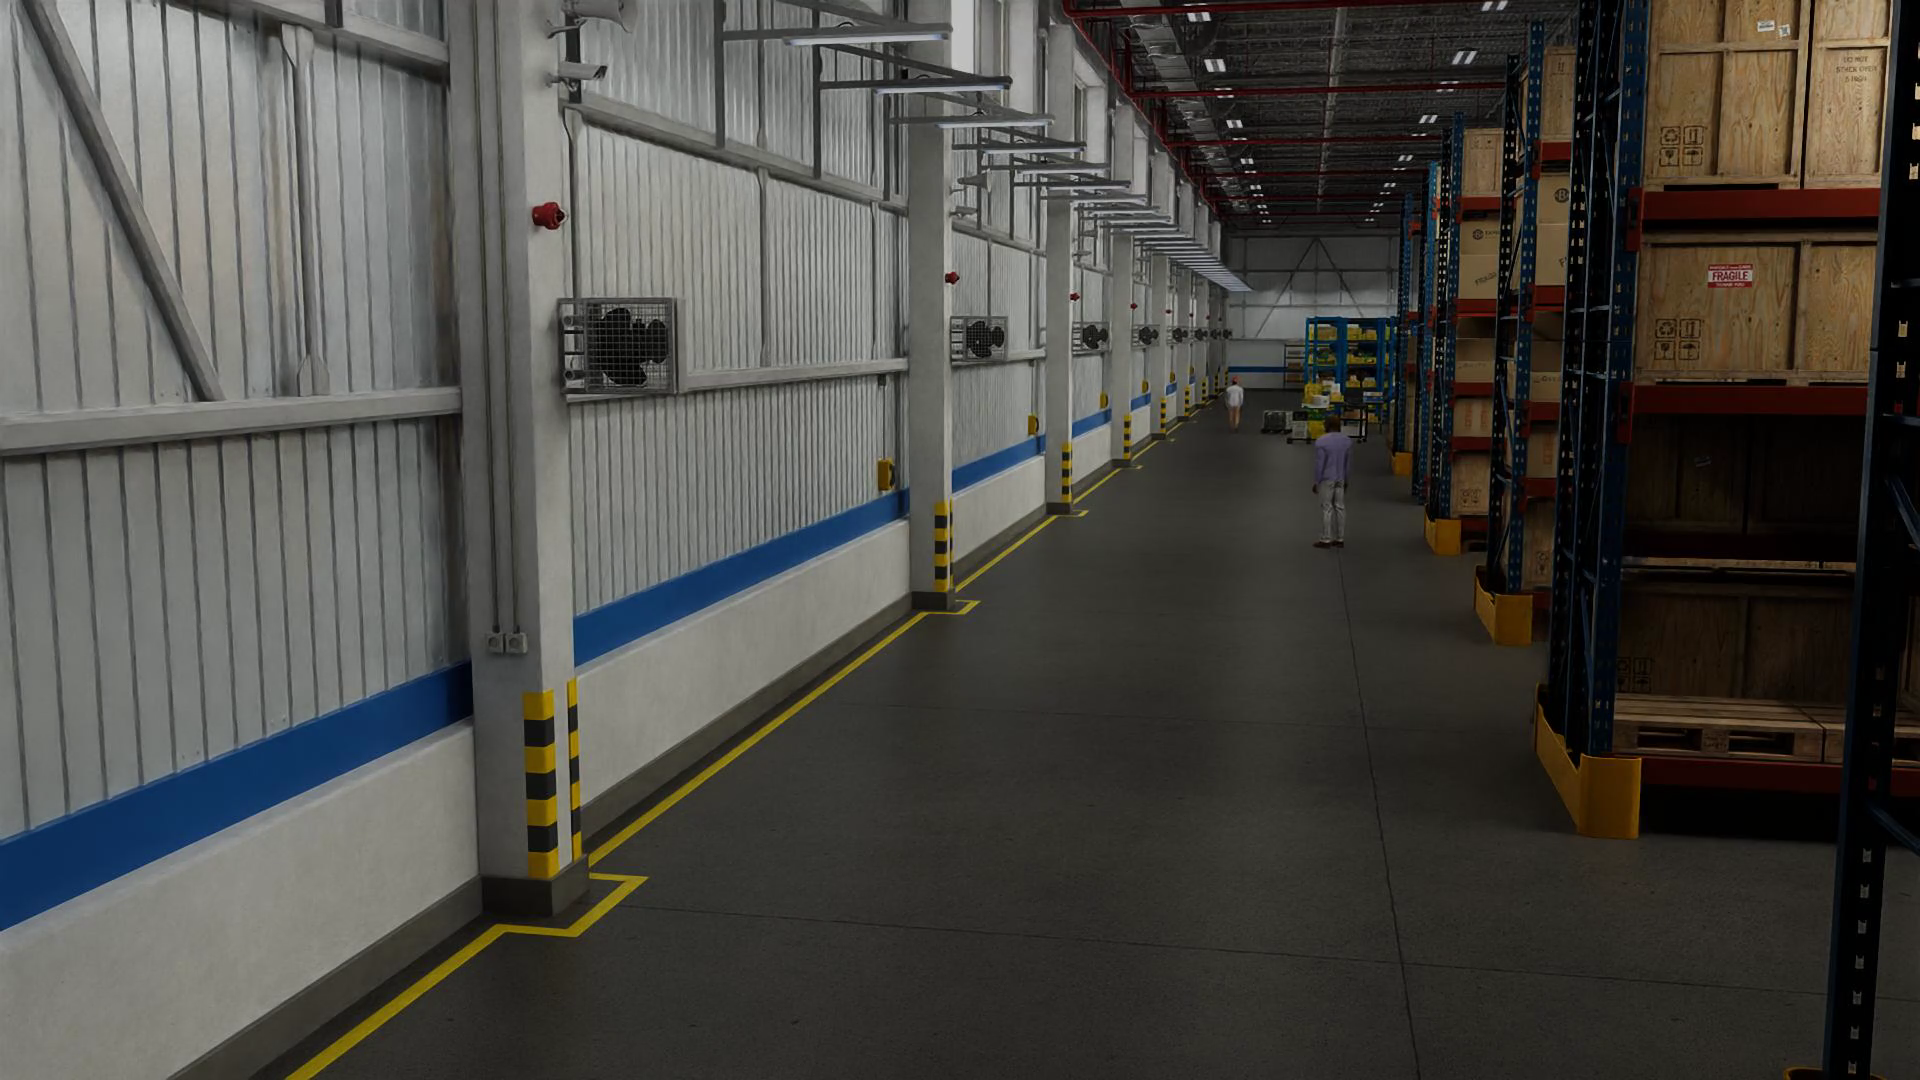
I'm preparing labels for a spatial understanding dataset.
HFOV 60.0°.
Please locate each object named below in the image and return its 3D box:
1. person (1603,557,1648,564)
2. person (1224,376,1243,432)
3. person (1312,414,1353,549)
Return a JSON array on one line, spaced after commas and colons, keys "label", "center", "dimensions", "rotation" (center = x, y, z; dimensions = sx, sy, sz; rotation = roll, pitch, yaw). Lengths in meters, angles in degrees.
[{"label": "person", "center": [5.157, 0.527, 13.118], "dimensions": [0.971, 1.897, 0.534], "rotation": [0, 7, 0]}, {"label": "person", "center": [8.519, -4.232, 51.811], "dimensions": [0.579, 1.724, 0.666], "rotation": [1, 7, 7]}, {"label": "person", "center": [5.324, -0.839, 23.845], "dimensions": [0.638, 1.938, 0.357], "rotation": [-4, 8, -27]}]
